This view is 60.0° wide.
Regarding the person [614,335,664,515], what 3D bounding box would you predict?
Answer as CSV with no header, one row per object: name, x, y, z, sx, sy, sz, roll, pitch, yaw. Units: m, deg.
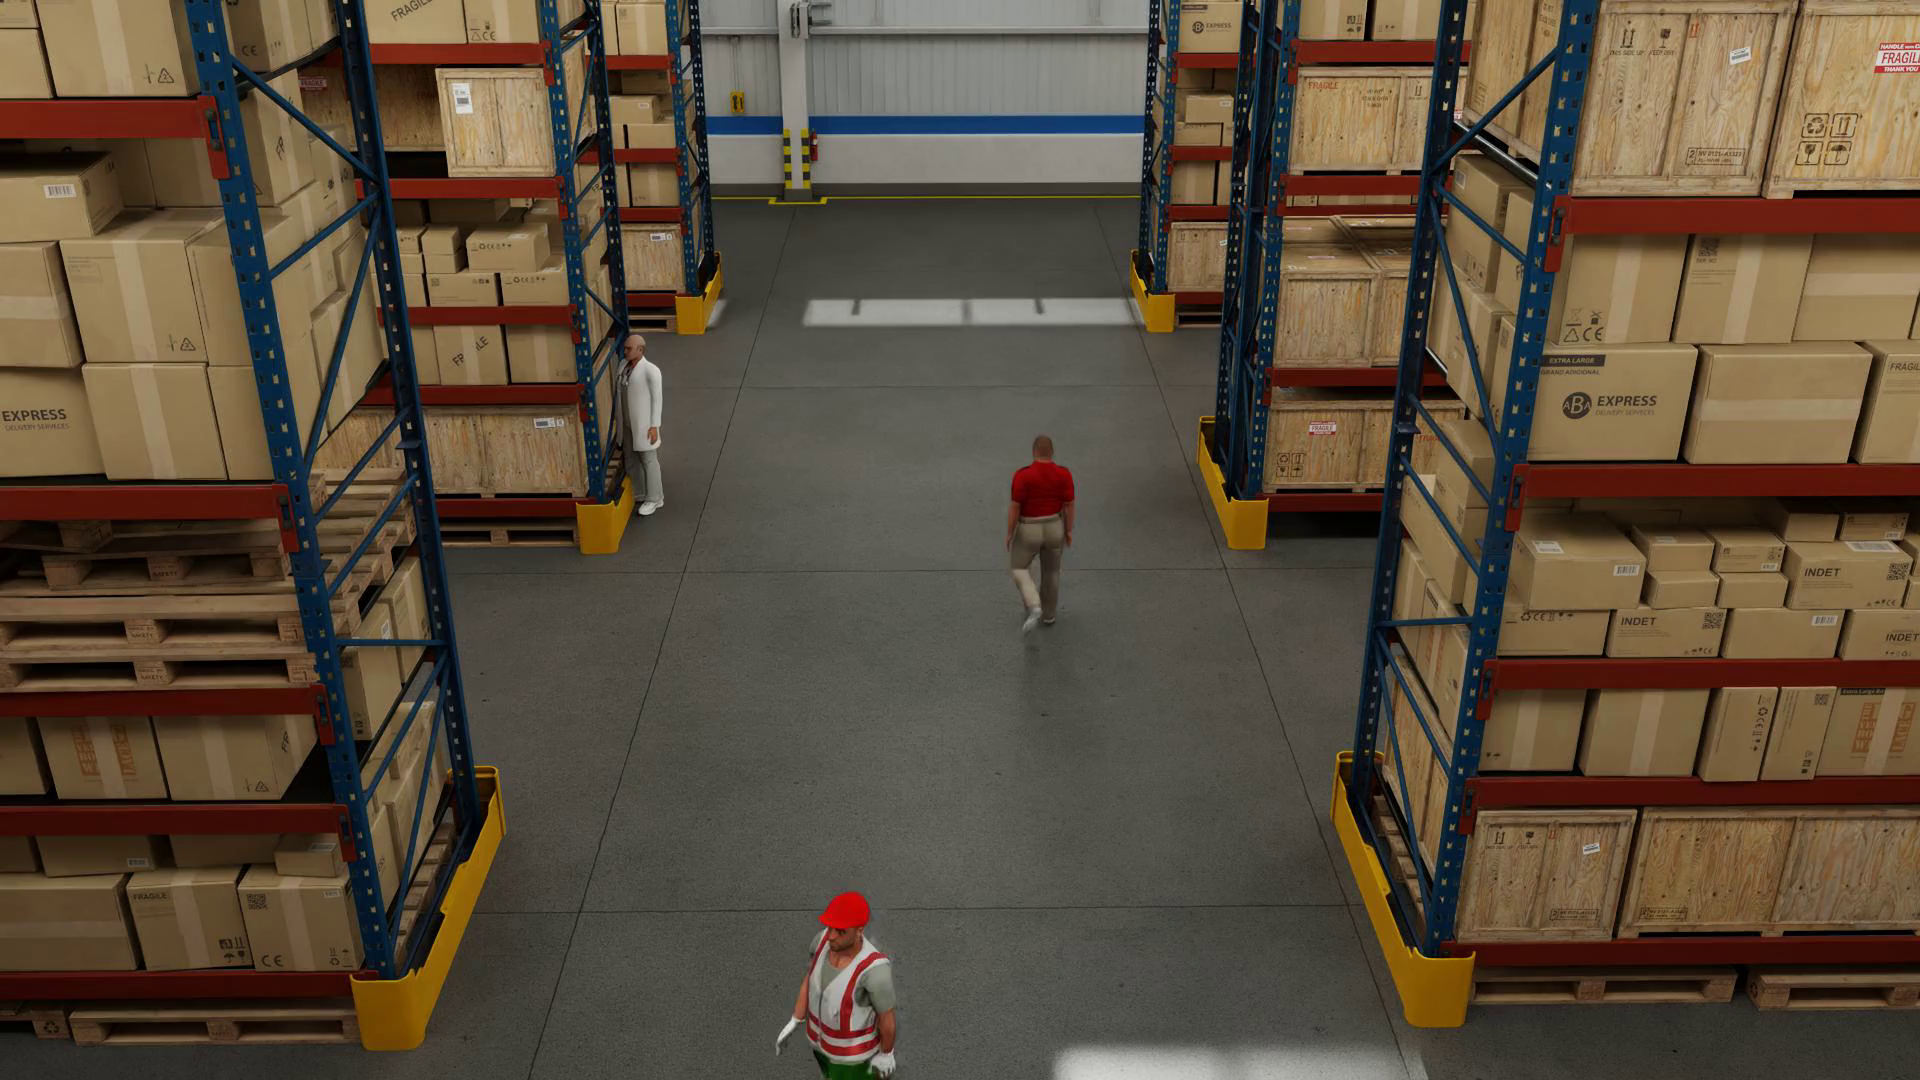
person,-3.179,-1.136,16.288,0.551,1.781,0.388,17,30,32

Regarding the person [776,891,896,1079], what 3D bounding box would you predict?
person,-0.608,2.540,8.434,1.001,1.758,0.547,-21,32,-37

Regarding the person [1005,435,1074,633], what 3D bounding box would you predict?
person,0.672,-0.044,13.970,0.590,1.732,0.635,-5,25,-10
